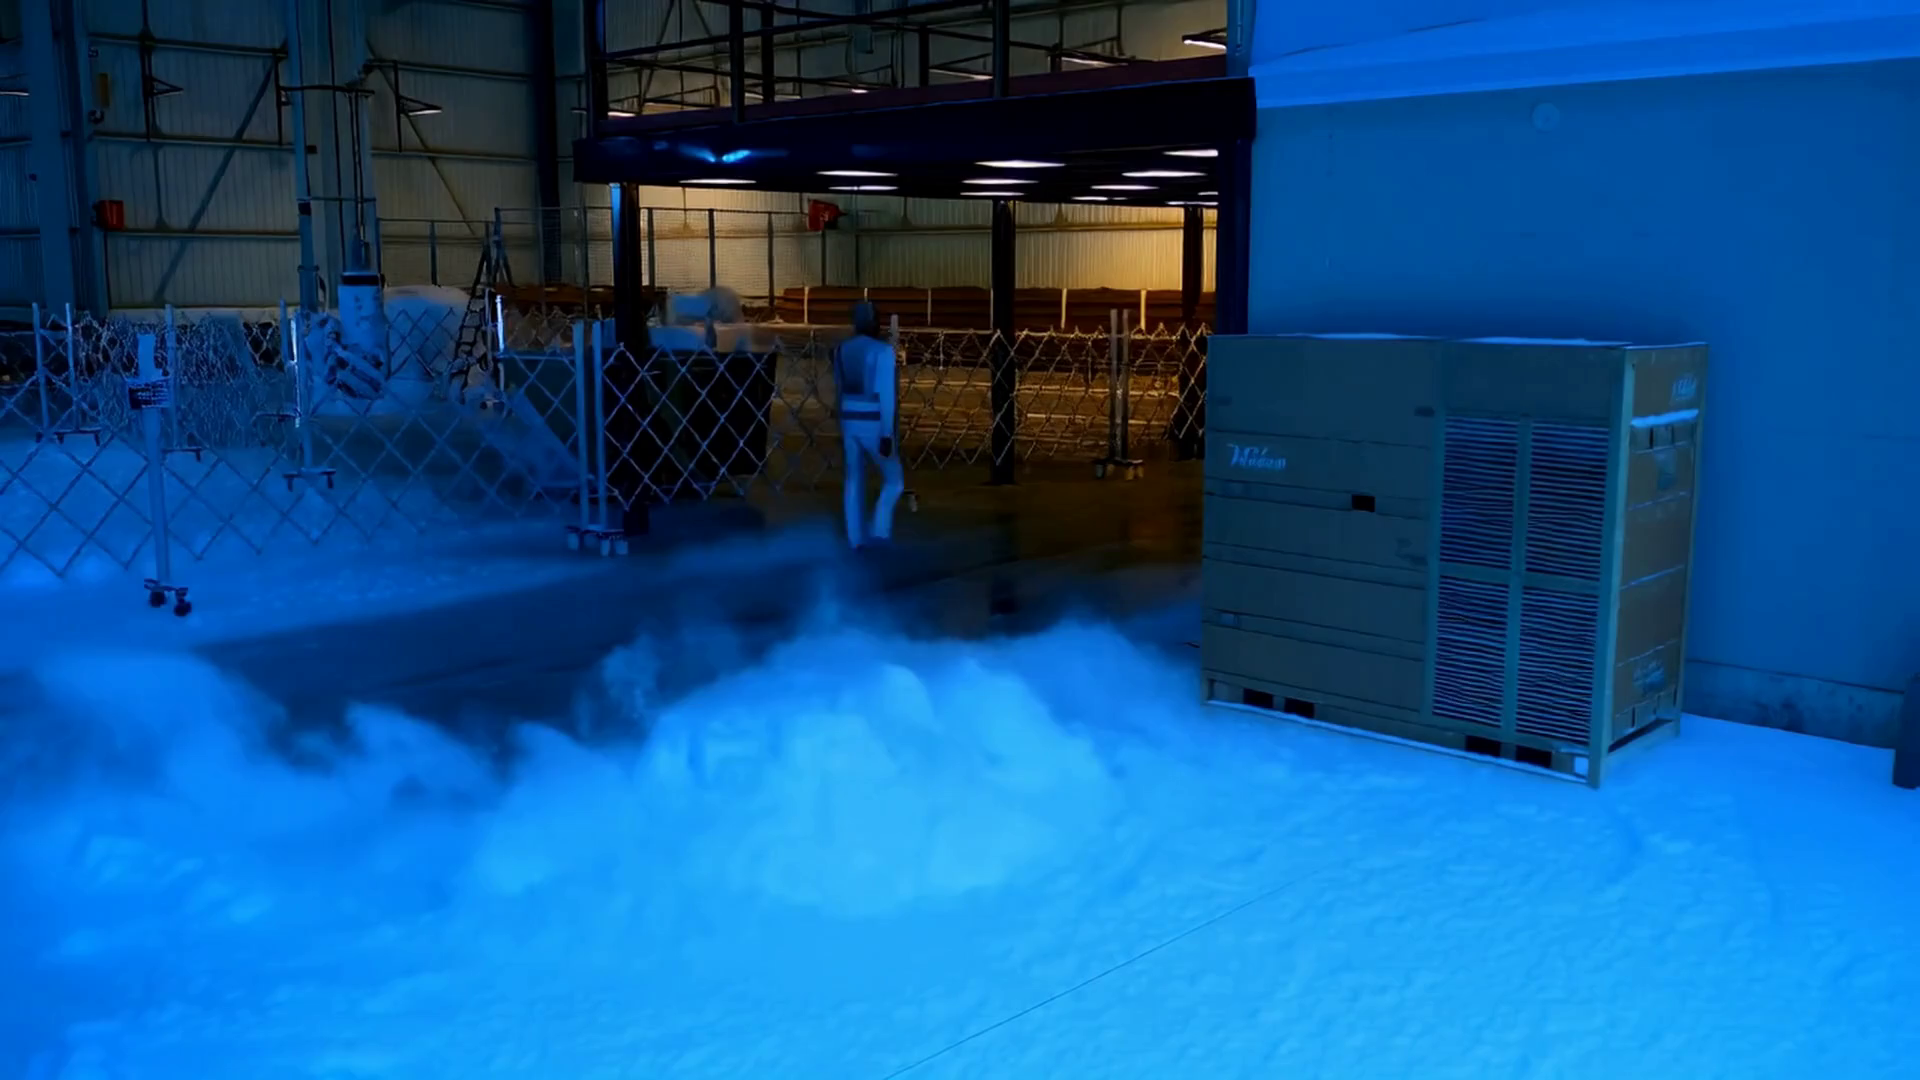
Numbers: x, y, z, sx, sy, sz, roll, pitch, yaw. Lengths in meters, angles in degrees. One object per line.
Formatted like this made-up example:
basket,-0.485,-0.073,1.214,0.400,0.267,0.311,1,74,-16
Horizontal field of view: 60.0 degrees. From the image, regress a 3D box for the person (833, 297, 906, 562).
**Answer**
person,-0.614,-0.779,11.808,0.615,1.867,0.526,8,12,42
